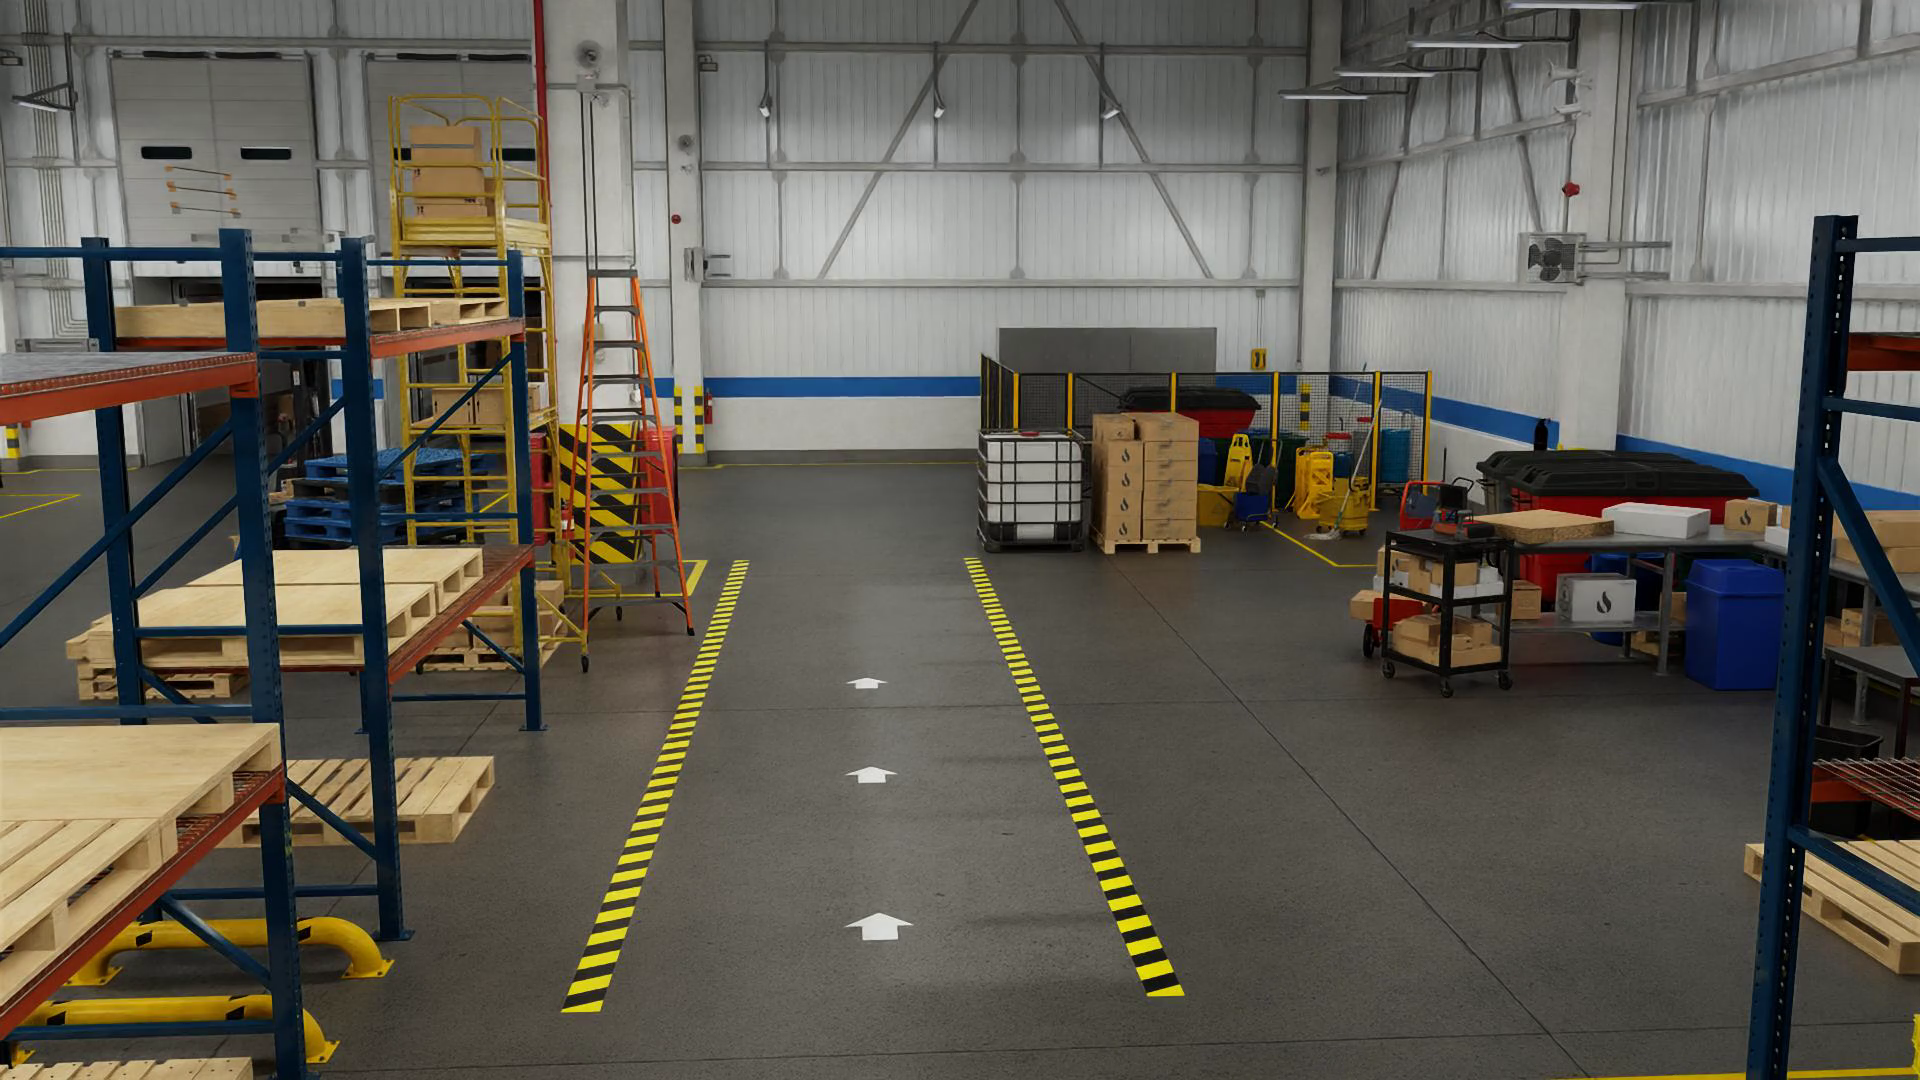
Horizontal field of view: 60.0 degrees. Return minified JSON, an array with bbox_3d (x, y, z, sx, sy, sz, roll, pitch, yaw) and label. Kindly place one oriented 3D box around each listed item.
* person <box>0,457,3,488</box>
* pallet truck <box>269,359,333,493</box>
[{"bbox_3d":[-13.197,-1.644,22.446,0.543,1.929,0.384,8,12,41],"label":"person"},{"bbox_3d":[-7.062,-1.131,18.996,1.885,1.965,0.823,2,9,13],"label":"pallet truck"}]
